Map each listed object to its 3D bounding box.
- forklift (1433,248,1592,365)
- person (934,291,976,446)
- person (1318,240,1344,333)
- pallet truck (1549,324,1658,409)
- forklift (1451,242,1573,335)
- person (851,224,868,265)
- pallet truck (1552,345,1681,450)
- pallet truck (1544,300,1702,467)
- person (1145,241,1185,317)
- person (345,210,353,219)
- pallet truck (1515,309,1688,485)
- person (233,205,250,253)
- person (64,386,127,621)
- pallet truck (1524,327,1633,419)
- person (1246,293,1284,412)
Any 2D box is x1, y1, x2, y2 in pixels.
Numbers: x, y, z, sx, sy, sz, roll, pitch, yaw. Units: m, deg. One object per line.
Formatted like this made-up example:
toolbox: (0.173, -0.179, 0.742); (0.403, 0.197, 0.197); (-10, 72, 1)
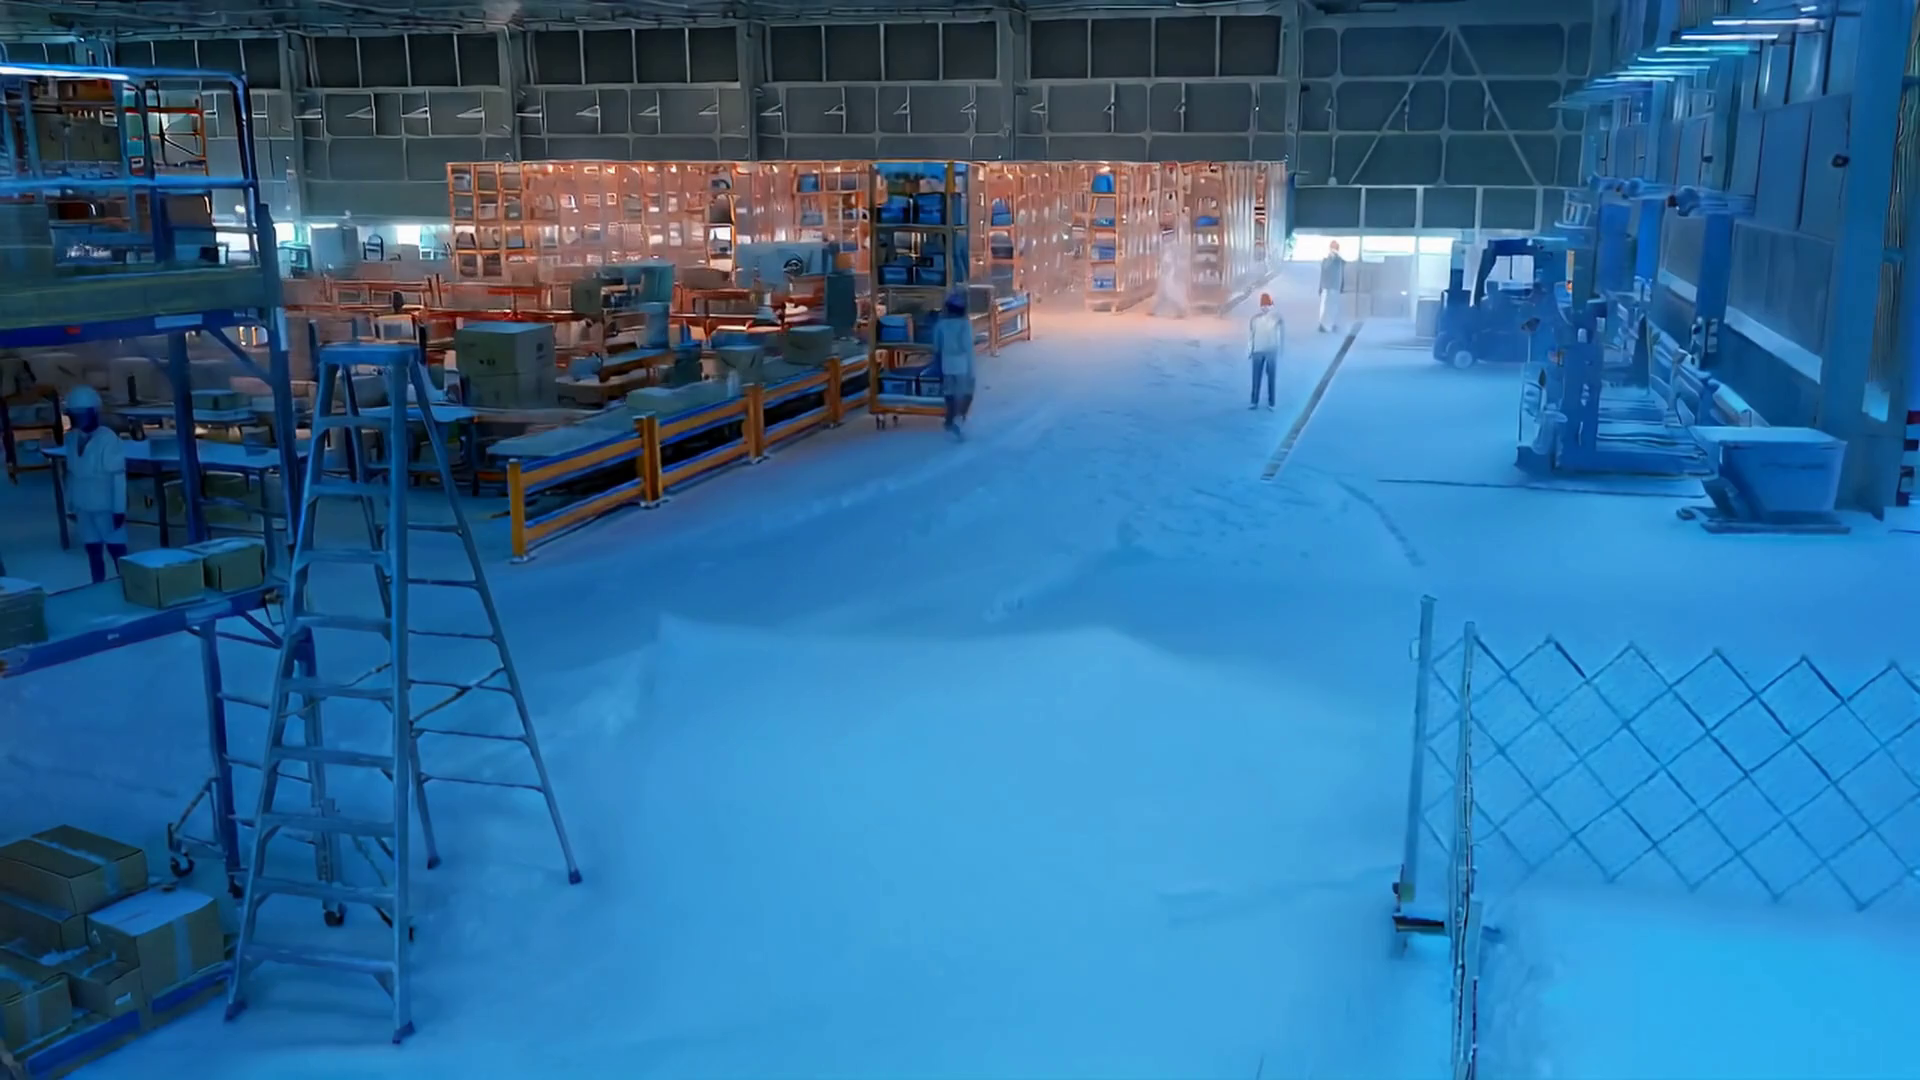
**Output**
forklift: (9.780, -4.111, 29.280); (2.680, 1.987, 1.157); (3, 13, 14)
person: (-0.042, -2.242, 21.813); (0.639, 2.028, 0.422); (7, 15, 28)
person: (7.974, -5.437, 35.691); (0.626, 1.991, 0.393); (-4, 14, -19)
pallet truck: (9.824, -2.669, 25.407); (1.601, 1.201, 0.680); (4, 14, 16)
forklift: (10.464, -4.597, 31.405); (2.680, 1.987, 1.157); (4, 14, 16)
person: (-3.005, -8.568, 49.569); (0.590, 1.833, 0.403); (-4, 14, -18)
pallet truck: (8.641, -1.896, 21.908); (1.630, 1.274, 0.653); (4, 14, 16)
pallet truck: (8.263, -1.952, 20.631); (1.885, 1.965, 0.823); (5, 14, 20)
person: (4.890, -6.145, 39.210); (0.966, 1.796, 0.574); (3, 13, 12)
person: (-22.816, -11.455, 62.213); (0.339, 1.749, 0.573); (5, 14, 20)
pallet truck: (7.554, -1.677, 19.446); (1.885, 1.965, 0.823); (3, 13, 14)
person: (-27.184, -11.739, 63.063); (0.673, 1.934, 1.035); (-10, 17, -38)
person: (-7.071, -0.296, 13.596); (0.552, 1.942, 0.342); (4, 14, 16)
pallet truck: (9.065, -2.460, 24.370); (1.522, 1.261, 0.704); (3, 13, 14)
person: (4.531, -2.785, 24.739); (0.523, 1.767, 0.313); (6, 14, 26)
